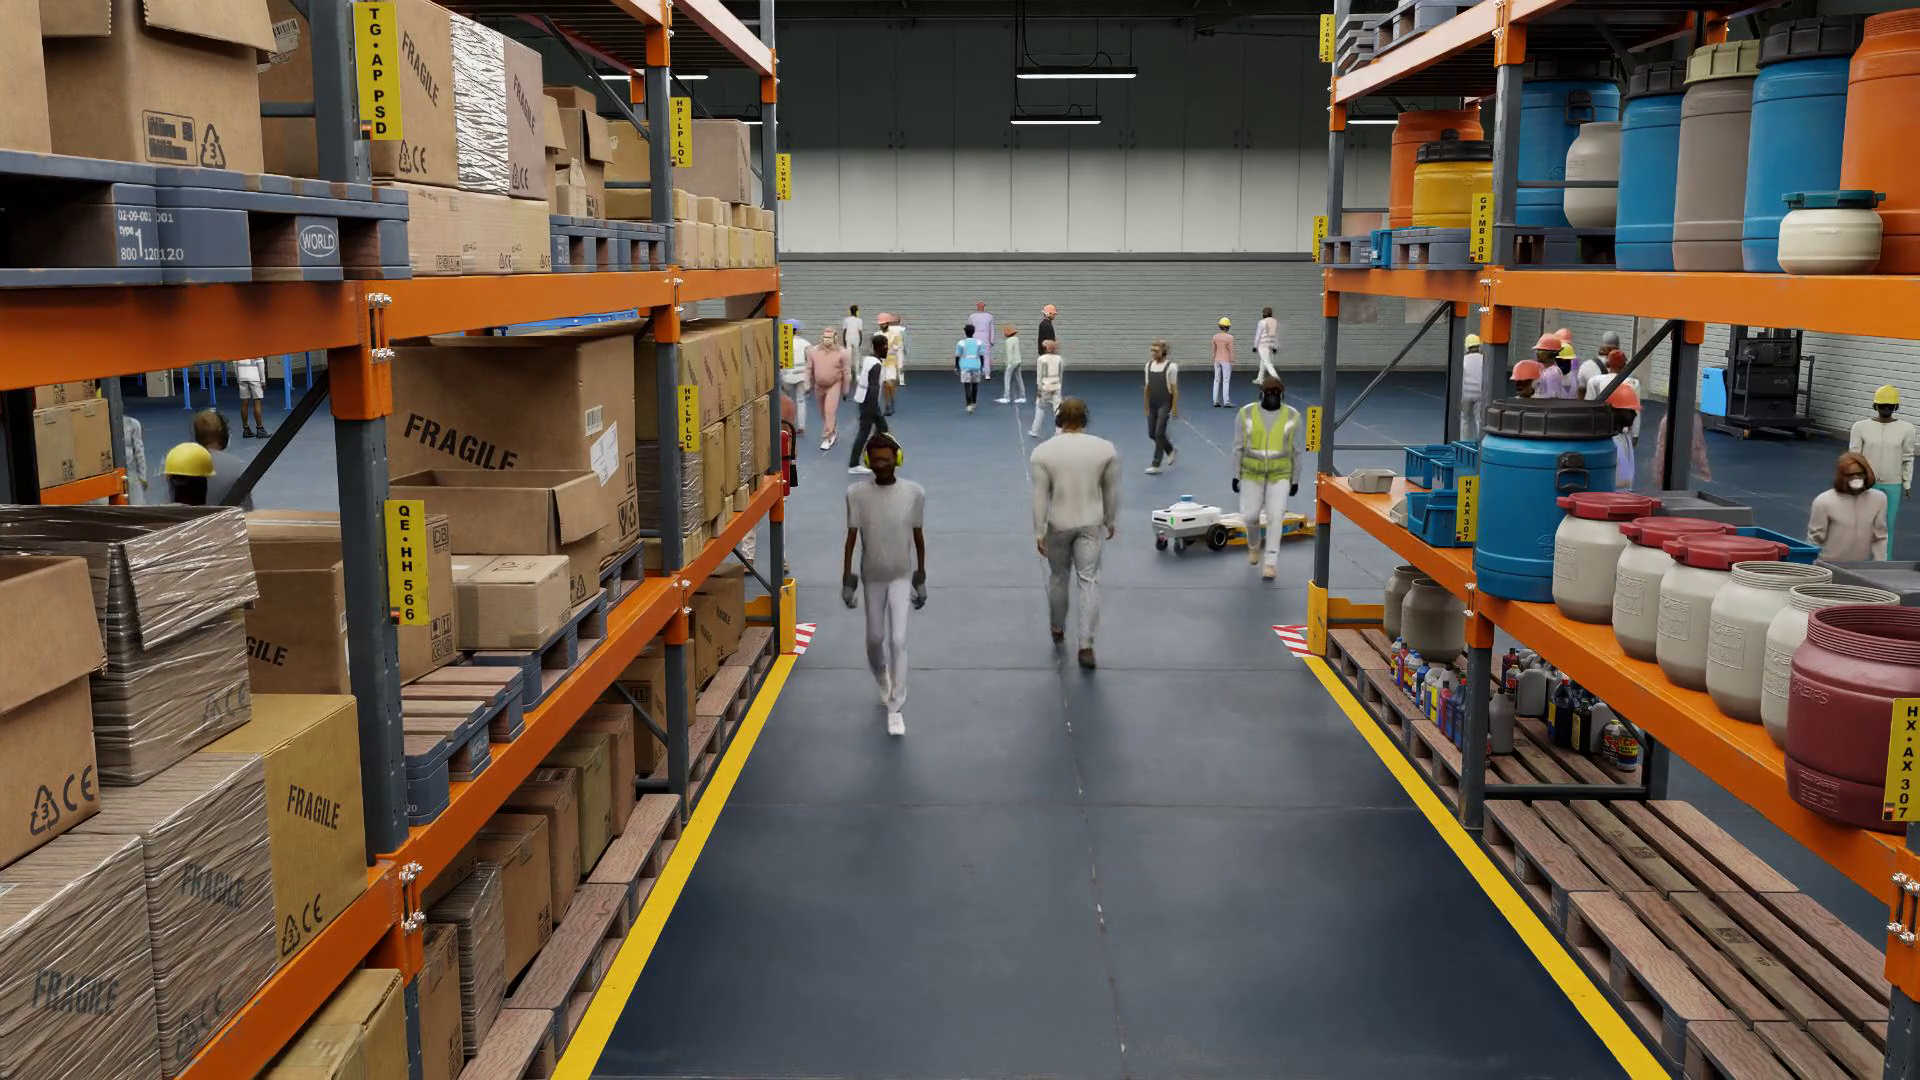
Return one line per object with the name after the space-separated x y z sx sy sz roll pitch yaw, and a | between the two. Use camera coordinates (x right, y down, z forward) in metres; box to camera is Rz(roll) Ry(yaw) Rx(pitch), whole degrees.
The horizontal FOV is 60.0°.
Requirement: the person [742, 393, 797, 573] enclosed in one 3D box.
-1.804 -0.694 15.335 0.608 1.997 0.374 -2 10 -12 | person

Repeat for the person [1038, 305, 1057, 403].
1.793 -3.819 34.073 0.392 1.990 0.612 -2 10 -14 | person

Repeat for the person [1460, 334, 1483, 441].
7.542 -2.115 24.397 0.590 1.809 0.638 1 10 9 | person

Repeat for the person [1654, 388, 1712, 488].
6.933 -0.688 16.109 0.522 1.727 0.869 -6 11 -31 | person

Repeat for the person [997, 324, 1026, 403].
1.074 -3.588 33.840 0.388 1.613 0.597 5 11 26 | person

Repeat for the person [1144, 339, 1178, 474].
2.768 -1.831 22.680 0.510 1.826 0.707 8 13 41 | person

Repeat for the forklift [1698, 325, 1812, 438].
13.248 -3.165 27.620 1.129 2.768 1.873 0 9 1 | forklift

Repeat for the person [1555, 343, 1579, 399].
6.921 -1.313 19.243 0.586 1.928 0.369 -4 10 -24 | person

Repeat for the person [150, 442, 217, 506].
-4.059 0.446 8.744 0.613 1.914 0.489 2 10 12 | person

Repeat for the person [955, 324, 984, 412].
0.167 -3.298 31.890 0.556 1.658 0.808 -2 10 -9 | person

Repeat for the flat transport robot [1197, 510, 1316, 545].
3.046 -0.143 17.316 1.431 0.197 0.652 -7 12 -36 | flat transport robot

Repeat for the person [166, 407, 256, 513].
-4.734 0.111 10.699 0.641 1.926 0.493 3 10 15 | person

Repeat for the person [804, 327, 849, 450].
-2.023 -2.362 25.735 0.643 1.866 0.958 3 10 16 | person

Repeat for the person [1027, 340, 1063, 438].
1.409 -2.428 26.887 0.545 1.599 0.805 -6 11 -30 | person

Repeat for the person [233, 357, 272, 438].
-11.584 -2.642 27.179 0.542 1.938 0.357 2 10 14 | person

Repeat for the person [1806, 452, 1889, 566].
5.895 0.204 11.102 0.528 1.606 0.393 0 9 -2 | person

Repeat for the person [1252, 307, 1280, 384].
7.193 -4.536 38.892 0.618 1.818 0.870 -8 13 -41 | person

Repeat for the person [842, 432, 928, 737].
-0.462 0.224 10.369 0.536 1.842 0.839 0 9 -1 | person

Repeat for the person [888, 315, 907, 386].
-1.485 -4.386 38.517 0.522 1.640 0.305 1 9 3 | person

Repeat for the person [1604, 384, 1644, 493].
4.955 -0.213 12.633 0.361 1.935 0.552 9 13 44 | person

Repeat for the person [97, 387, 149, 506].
-7.818 -0.576 15.423 0.506 1.730 0.421 -7 12 -36 | person

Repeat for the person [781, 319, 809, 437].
-2.808 -2.676 27.442 0.622 1.917 0.853 -6 11 -33 | person

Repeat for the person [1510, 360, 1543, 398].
5.241 -0.680 15.334 0.783 1.973 0.621 -7 12 -38 | person

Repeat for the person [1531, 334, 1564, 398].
6.661 -1.314 18.942 0.412 2.048 0.614 2 10 14 | person

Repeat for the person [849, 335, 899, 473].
-1.143 -1.854 22.670 0.822 1.870 0.606 -2 10 -9 | person

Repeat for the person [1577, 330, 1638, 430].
7.974 -1.566 20.551 0.701 2.000 0.636 3 10 18 | person

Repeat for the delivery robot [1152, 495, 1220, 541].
2.247 -0.204 16.557 0.707 0.478 0.477 -7 12 -36 | delivery robot

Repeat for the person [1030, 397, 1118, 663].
0.828 -0.092 12.087 0.649 1.886 1.047 0 9 -1 | person

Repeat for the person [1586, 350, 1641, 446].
7.500 -1.255 19.106 0.595 1.854 0.826 5 11 27 | person

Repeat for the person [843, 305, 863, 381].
-2.611 -4.784 40.405 0.533 1.824 1.008 1 10 8 | person

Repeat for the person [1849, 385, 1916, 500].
8.238 -0.507 14.911 0.534 1.765 0.325 4 10 23 | person

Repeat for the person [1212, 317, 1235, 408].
5.215 -3.509 32.879 0.304 1.772 0.528 -9 13 -42 | person

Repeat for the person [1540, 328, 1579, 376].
8.611 -2.090 23.950 0.566 1.913 0.719 0 9 1 | person

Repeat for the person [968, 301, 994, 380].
0.511 -4.855 40.527 0.651 1.906 0.409 -1 10 -5 | person

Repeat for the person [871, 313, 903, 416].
-1.388 -3.254 30.896 0.589 1.914 0.587 4 10 22 | person

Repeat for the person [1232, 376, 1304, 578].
2.808 -0.588 15.202 0.645 1.831 0.540 2 10 13 | person
